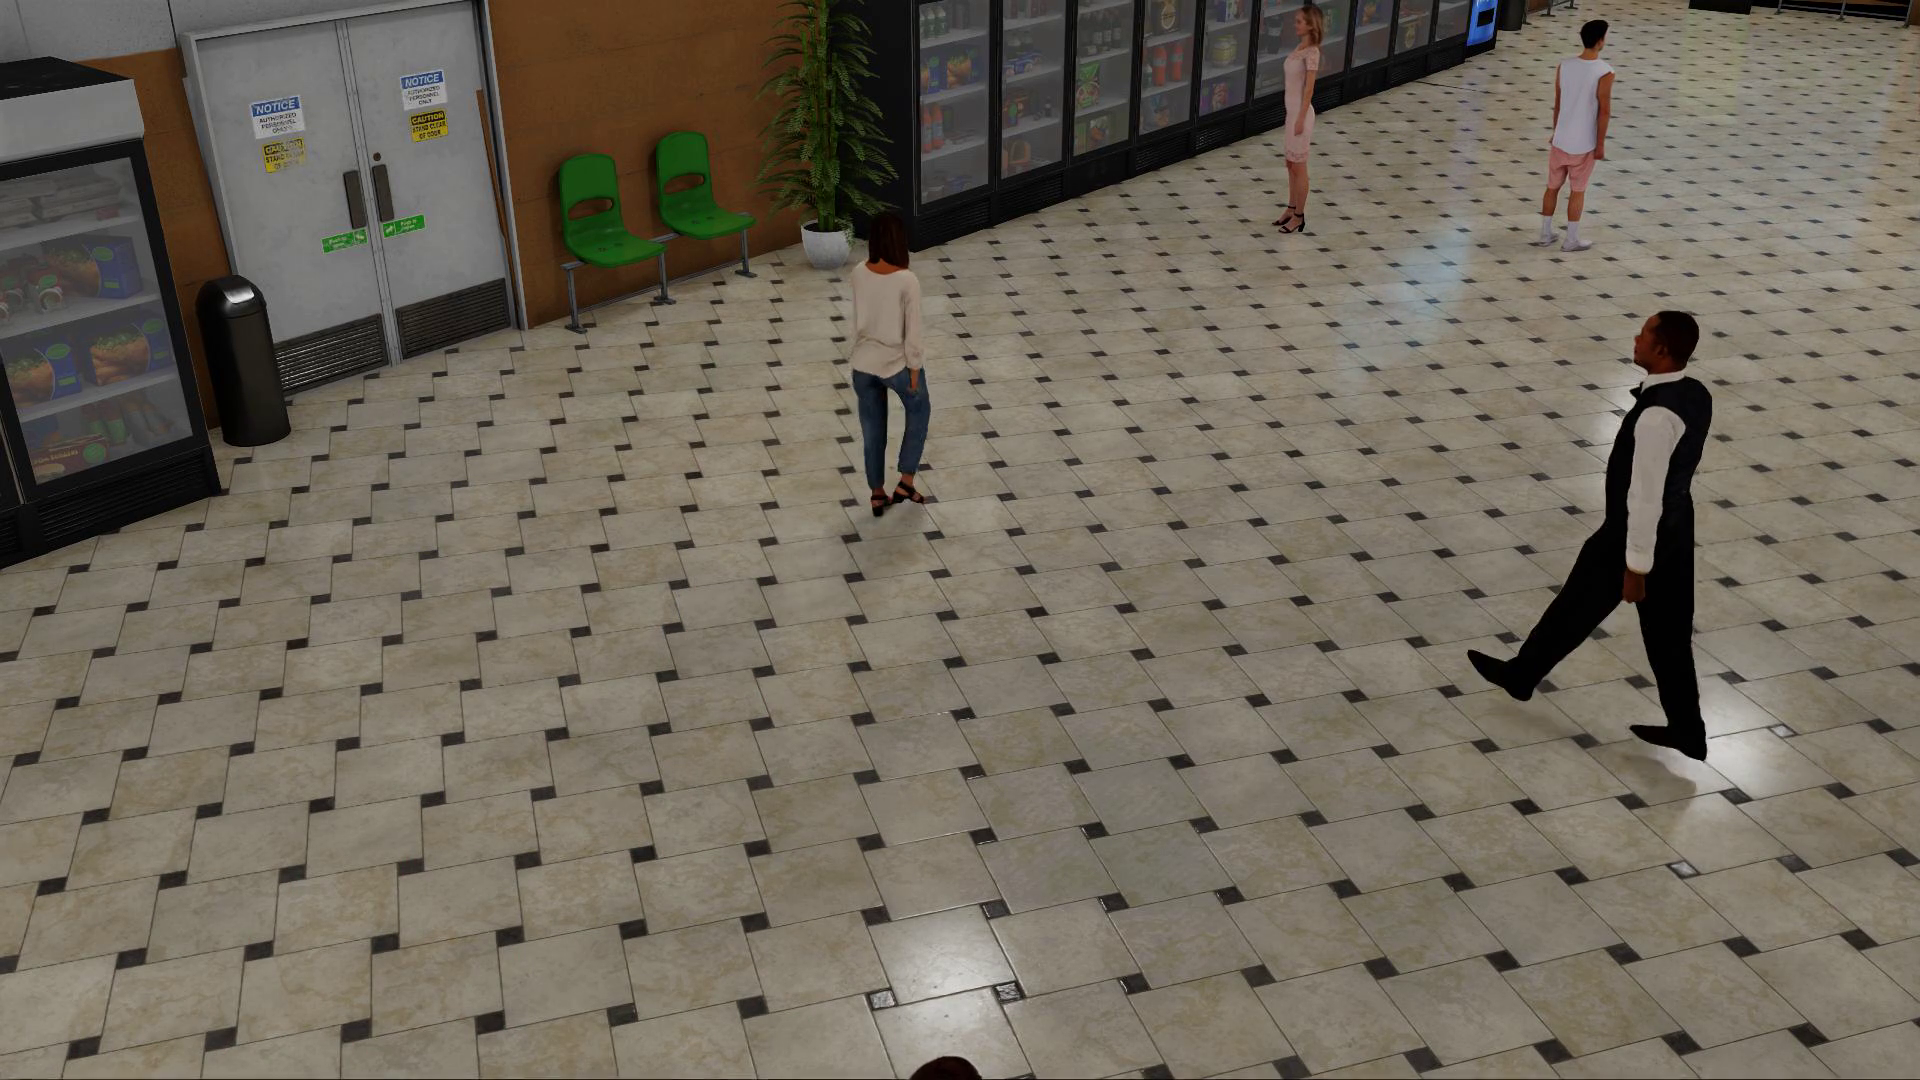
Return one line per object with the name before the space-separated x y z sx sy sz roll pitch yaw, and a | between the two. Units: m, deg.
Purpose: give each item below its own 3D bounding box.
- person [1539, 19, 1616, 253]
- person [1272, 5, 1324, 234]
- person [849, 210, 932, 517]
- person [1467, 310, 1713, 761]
person | 4.878 -3.200 13.195 0.747 1.788 0.592 -19 33 -33
person | 2.789 -3.441 13.624 0.697 1.831 0.639 -2 27 -4
person | -0.430 -0.887 8.762 0.615 1.673 0.741 13 30 24
person | 2.854 0.041 6.729 1.288 1.858 0.749 23 35 37
